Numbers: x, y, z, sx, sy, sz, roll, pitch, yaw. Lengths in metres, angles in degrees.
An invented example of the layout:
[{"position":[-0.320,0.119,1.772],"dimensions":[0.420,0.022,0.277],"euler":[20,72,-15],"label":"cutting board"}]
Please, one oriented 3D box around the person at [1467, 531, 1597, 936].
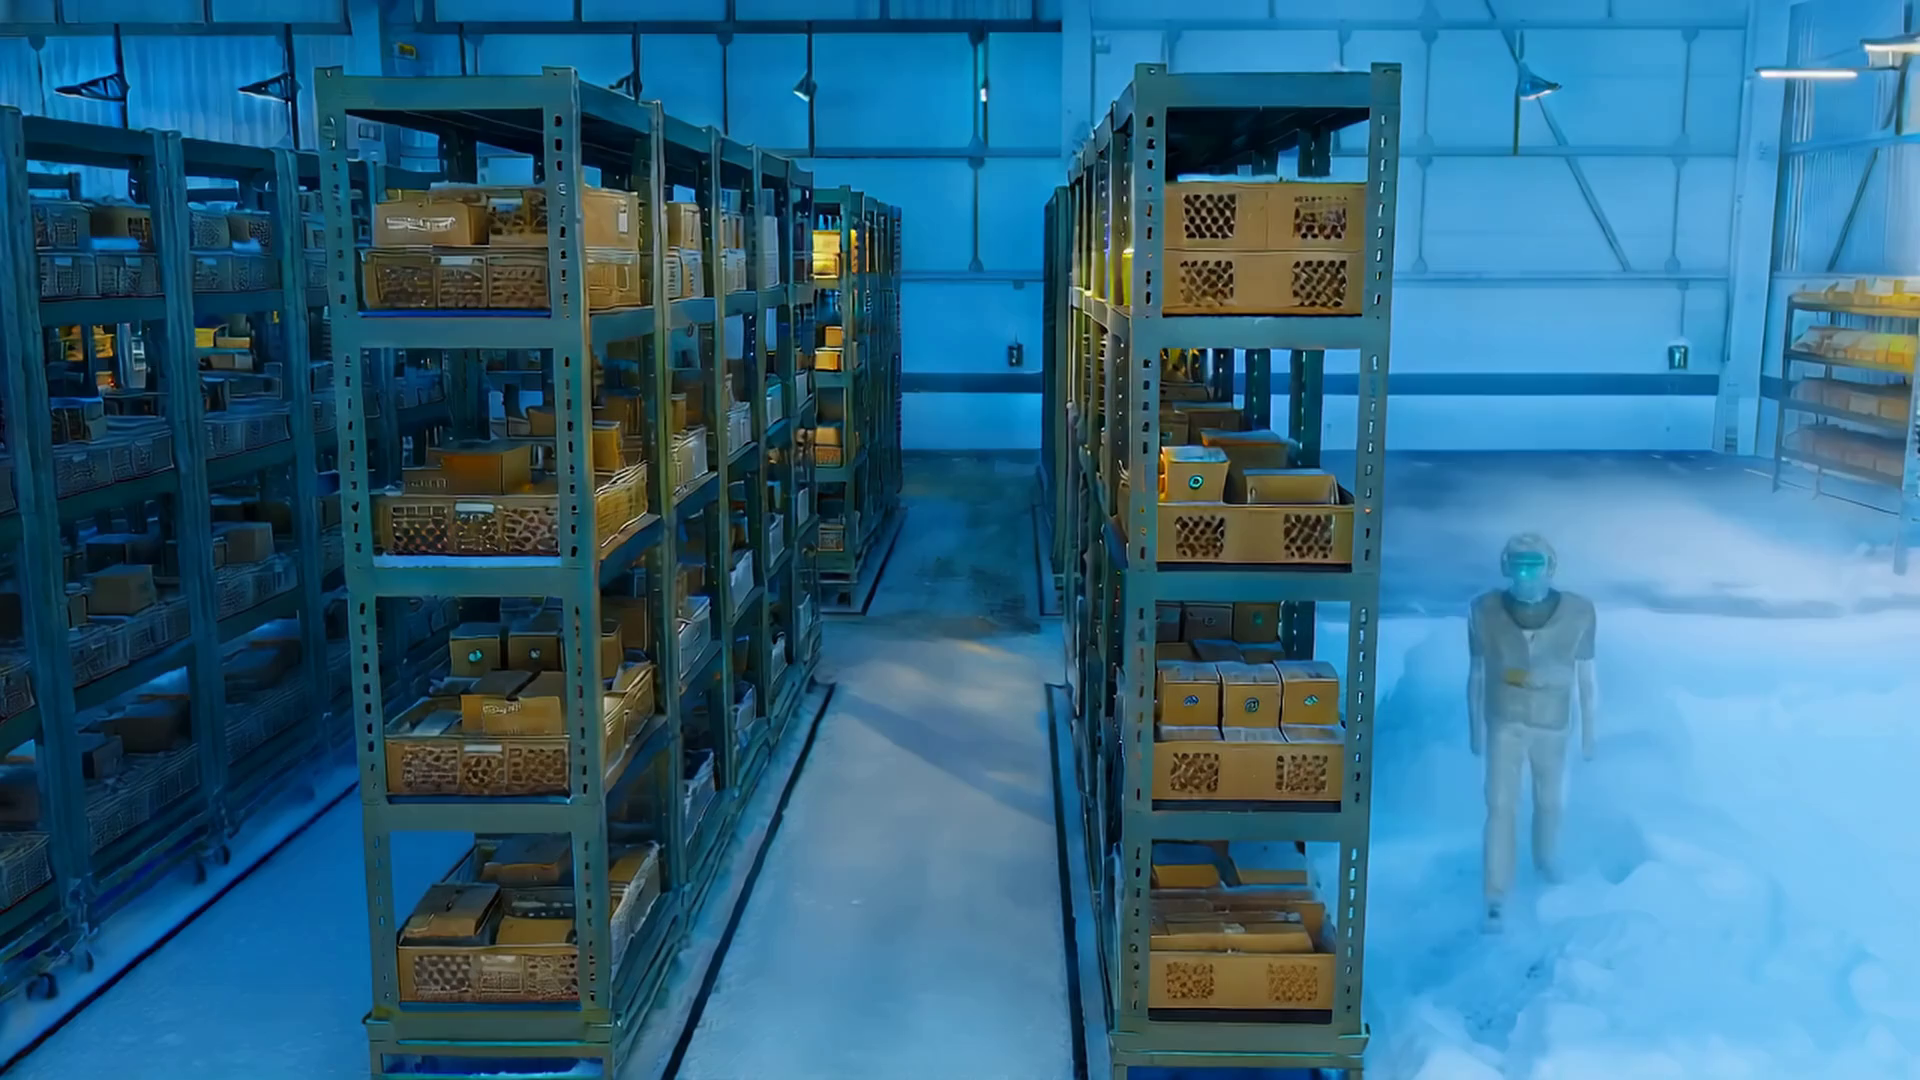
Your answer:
[{"position":[2.626,0.833,7.684],"dimensions":[0.580,1.815,0.860],"euler":[4,10,21],"label":"person"}]
